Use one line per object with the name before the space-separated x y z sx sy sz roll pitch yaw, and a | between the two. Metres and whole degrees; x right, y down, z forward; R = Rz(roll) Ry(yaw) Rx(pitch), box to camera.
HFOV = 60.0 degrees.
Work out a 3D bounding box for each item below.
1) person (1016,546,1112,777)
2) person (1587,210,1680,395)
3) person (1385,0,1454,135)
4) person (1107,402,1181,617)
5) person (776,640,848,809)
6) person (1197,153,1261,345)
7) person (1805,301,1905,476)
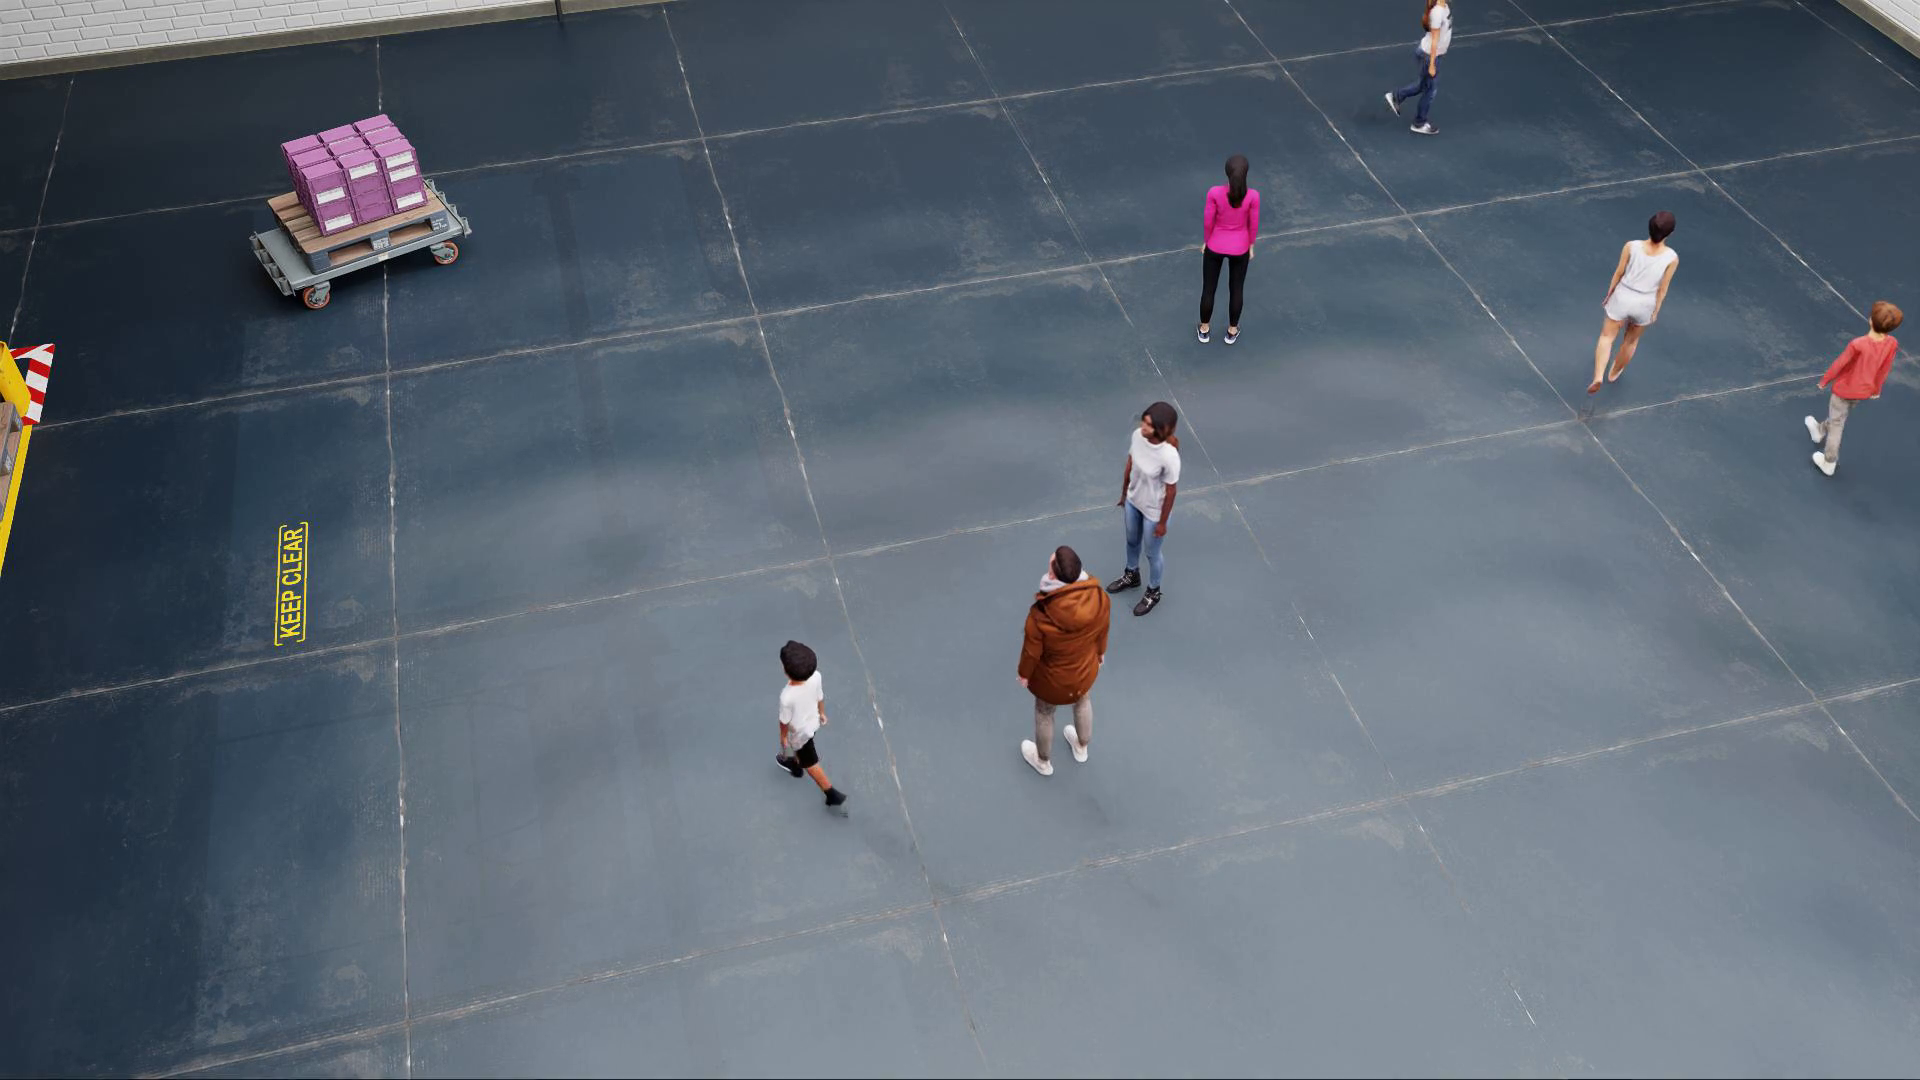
person | 0.618 0.757 9.831 0.766 1.835 0.749 -17 46 -17
person | 5.105 -1.770 12.661 0.877 1.590 0.953 20 47 20
person | 4.362 -4.564 15.626 0.844 1.545 0.821 16 46 16
person | 1.239 -0.221 10.942 0.713 1.719 0.573 -25 49 -24
person | -0.899 1.106 9.893 0.909 1.244 0.781 29 51 27
person | 2.115 -2.301 13.142 0.669 1.696 0.691 6 44 6
person | 6.513 -1.064 12.058 0.603 1.399 0.838 -5 44 -5
